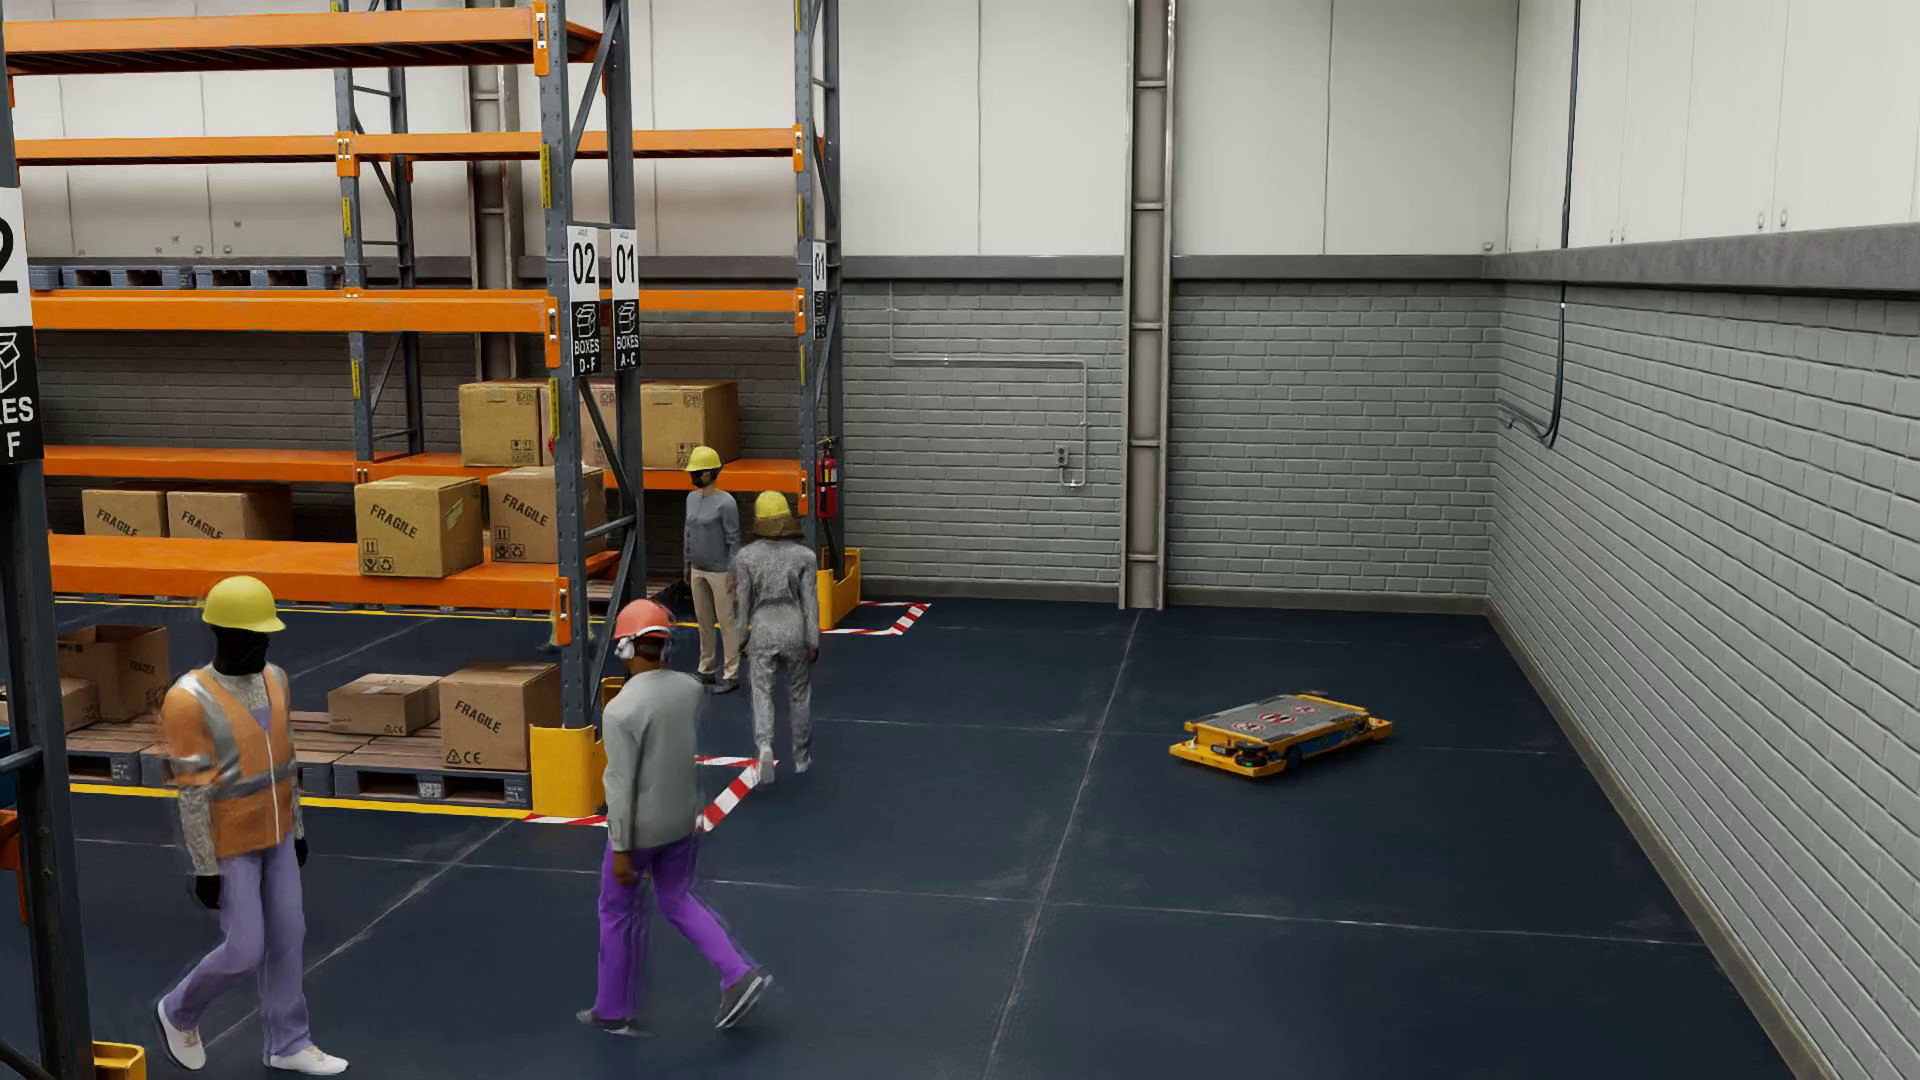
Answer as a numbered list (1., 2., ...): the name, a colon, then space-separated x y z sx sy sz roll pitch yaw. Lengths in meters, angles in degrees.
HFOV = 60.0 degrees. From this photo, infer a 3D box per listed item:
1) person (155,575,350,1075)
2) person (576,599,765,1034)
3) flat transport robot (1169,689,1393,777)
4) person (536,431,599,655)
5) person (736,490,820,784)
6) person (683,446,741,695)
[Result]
1. person: -2.630 1.065 6.083 0.593 1.911 0.591 2 9 15
2. person: -1.147 1.095 6.503 0.697 1.720 0.573 5 11 30
3. flat transport robot: 2.022 1.188 10.385 1.431 0.197 0.652 -8 12 -42
4. person: -3.059 0.022 12.863 0.583 1.806 0.587 2 9 12
5. person: -1.062 0.571 9.730 0.498 1.722 0.671 -1 9 -4
6. person: -1.784 0.214 11.811 0.533 1.767 0.326 8 12 40
